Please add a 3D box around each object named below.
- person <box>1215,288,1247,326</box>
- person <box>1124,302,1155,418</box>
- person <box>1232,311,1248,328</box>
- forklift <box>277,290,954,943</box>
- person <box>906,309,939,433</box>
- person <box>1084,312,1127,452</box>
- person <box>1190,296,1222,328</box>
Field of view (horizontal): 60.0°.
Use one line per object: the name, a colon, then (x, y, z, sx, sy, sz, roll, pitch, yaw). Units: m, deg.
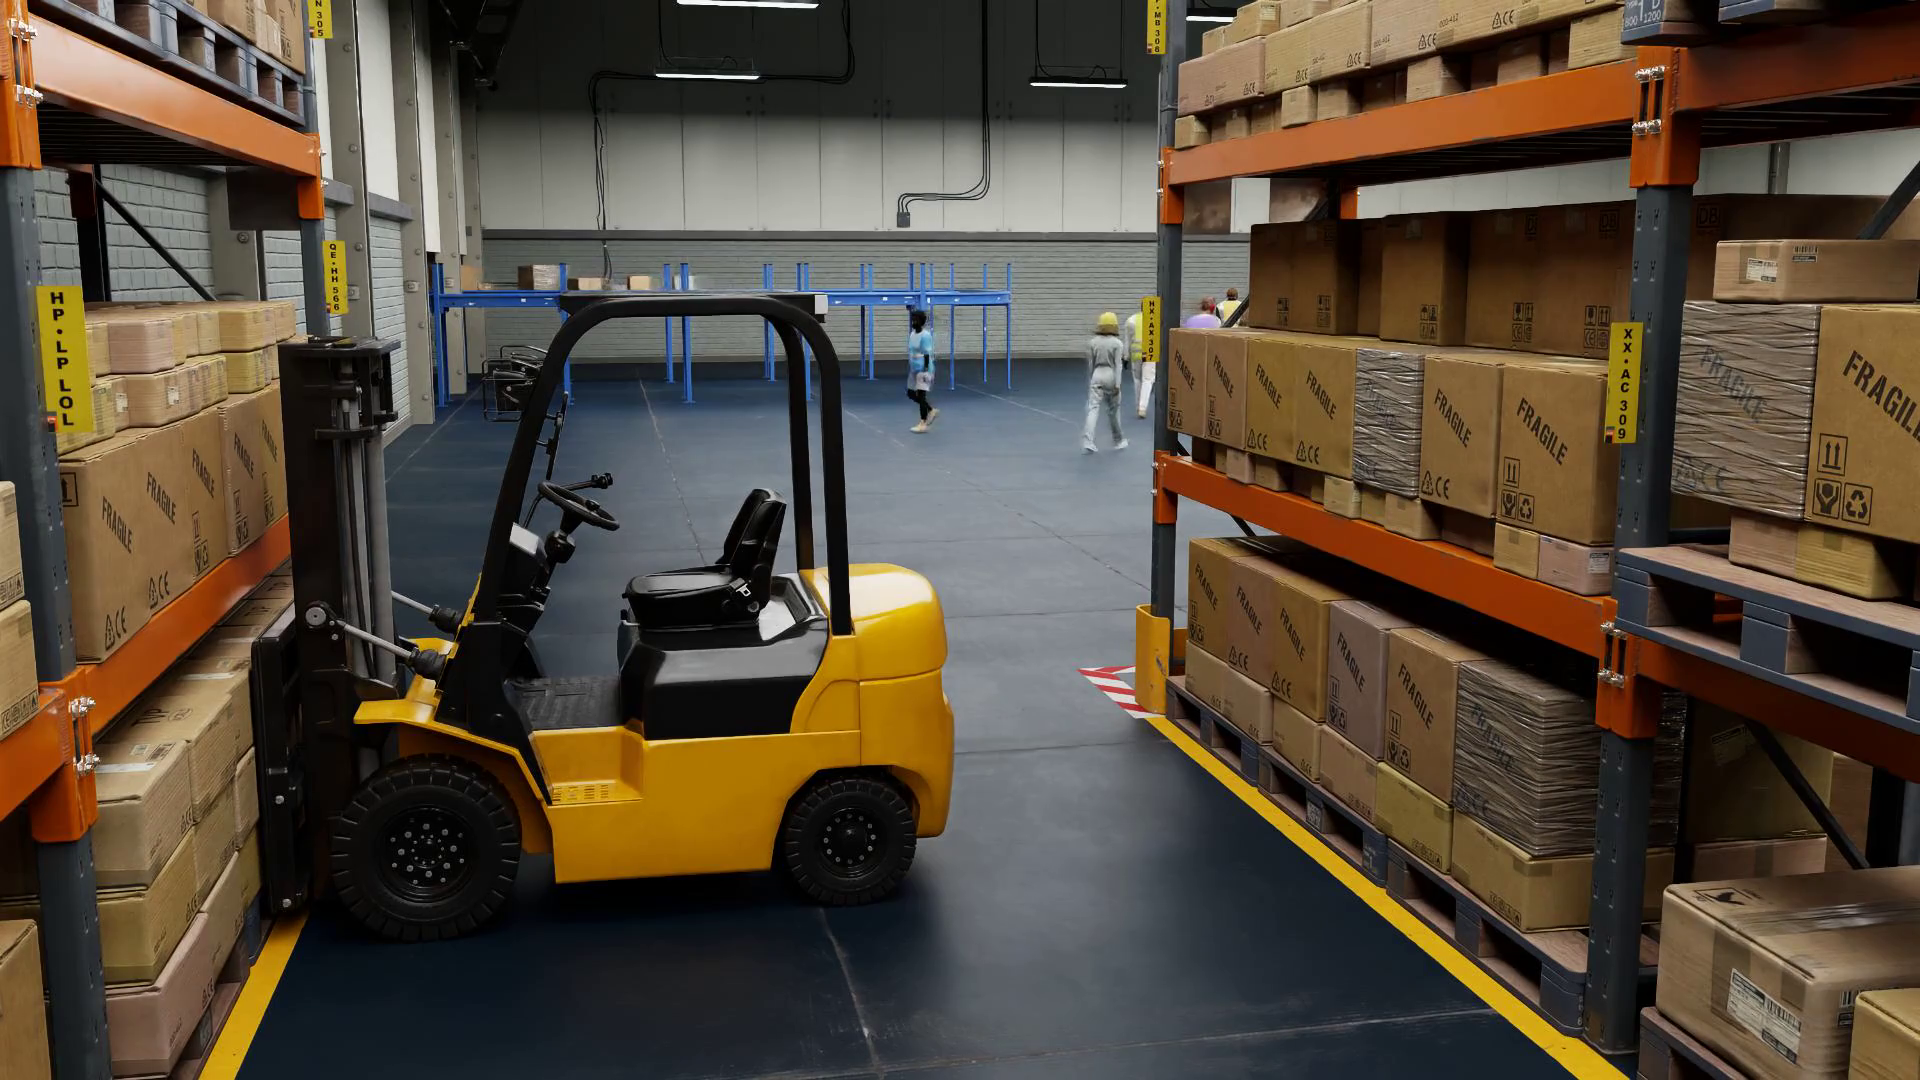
person: (5.359, -4.055, 32.872, 0.631, 1.842, 0.428, 2, 10, 15)
person: (2.807, -2.763, 25.185, 0.634, 1.786, 0.976, 3, 10, 16)
person: (4.527, -2.925, 26.751, 0.878, 1.586, 0.504, -5, 10, -26)
forklift: (-1.179, 0.175, 6.143, 2.313, 2.155, 1.214, -2, 10, -12)
person: (-0.501, -2.322, 22.790, 0.443, 1.687, 0.539, -5, 11, -30)
person: (1.782, -1.937, 20.409, 0.497, 1.695, 0.927, 6, 11, 31)
person: (3.670, -2.777, 25.169, 0.774, 1.824, 0.574, -8, 12, -41)
